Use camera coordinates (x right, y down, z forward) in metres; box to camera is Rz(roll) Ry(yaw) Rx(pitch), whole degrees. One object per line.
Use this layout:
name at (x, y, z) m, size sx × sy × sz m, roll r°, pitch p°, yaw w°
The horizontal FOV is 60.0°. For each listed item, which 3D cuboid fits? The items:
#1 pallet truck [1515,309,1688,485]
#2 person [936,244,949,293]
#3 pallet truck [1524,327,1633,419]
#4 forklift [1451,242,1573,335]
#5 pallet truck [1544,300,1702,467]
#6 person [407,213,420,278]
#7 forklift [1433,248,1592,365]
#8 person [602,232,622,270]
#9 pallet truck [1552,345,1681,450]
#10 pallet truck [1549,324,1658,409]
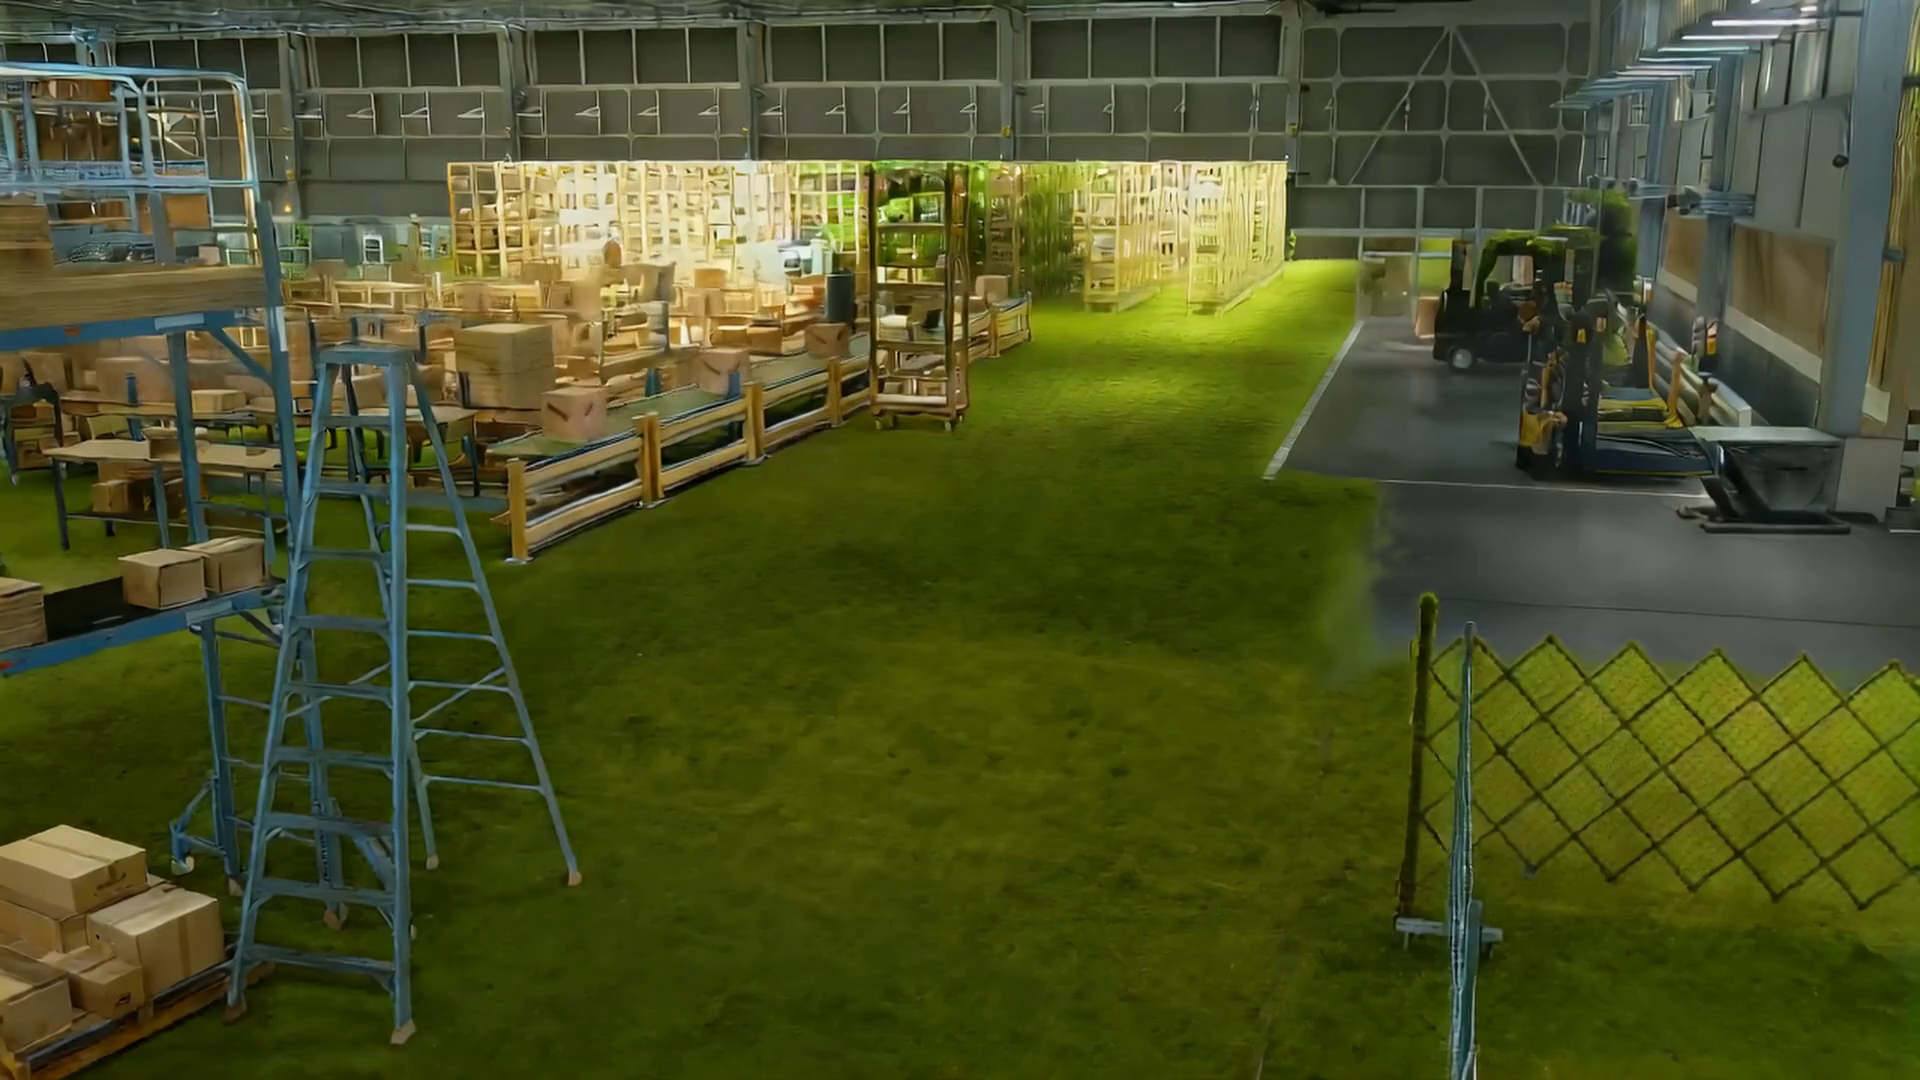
pallet truck at (7.554, -1.677, 19.446) m, size 1.885 × 1.965 × 0.823 m, roll 3°, pitch 13°, yaw 14°
person at (-0.374, -5.876, 38.058) m, size 0.922 × 1.789 × 0.601 m, roll 2°, pitch 13°, yaw 9°
pallet truck at (9.065, -2.460, 24.370) m, size 1.522 × 1.261 × 0.704 m, roll 3°, pitch 13°, yaw 14°
forklift at (10.464, -4.597, 31.405) m, size 2.680 × 1.987 × 1.157 m, roll 4°, pitch 14°, yaw 16°
pallet truck at (8.263, -1.952, 20.631) m, size 1.885 × 1.965 × 0.823 m, roll 5°, pitch 14°, yaw 20°
person at (-16.994, -9.165, 51.793) m, size 0.396 × 1.993 × 0.618 m, roll -7°, pitch 15°, yaw -27°
forklift at (9.780, -4.111, 29.280) m, size 2.680 × 1.987 × 1.157 m, roll 3°, pitch 13°, yaw 14°
person at (-8.800, -6.837, 41.994) m, size 0.709 × 1.887 × 0.652 m, roll 6°, pitch 14°, yaw 24°
pallet truck at (8.641, -1.896, 21.908) m, size 1.630 × 1.274 × 0.653 m, roll 4°, pitch 14°, yaw 16°
pallet truck at (9.824, -2.669, 25.407) m, size 1.601 × 1.201 × 0.680 m, roll 4°, pitch 14°, yaw 16°
